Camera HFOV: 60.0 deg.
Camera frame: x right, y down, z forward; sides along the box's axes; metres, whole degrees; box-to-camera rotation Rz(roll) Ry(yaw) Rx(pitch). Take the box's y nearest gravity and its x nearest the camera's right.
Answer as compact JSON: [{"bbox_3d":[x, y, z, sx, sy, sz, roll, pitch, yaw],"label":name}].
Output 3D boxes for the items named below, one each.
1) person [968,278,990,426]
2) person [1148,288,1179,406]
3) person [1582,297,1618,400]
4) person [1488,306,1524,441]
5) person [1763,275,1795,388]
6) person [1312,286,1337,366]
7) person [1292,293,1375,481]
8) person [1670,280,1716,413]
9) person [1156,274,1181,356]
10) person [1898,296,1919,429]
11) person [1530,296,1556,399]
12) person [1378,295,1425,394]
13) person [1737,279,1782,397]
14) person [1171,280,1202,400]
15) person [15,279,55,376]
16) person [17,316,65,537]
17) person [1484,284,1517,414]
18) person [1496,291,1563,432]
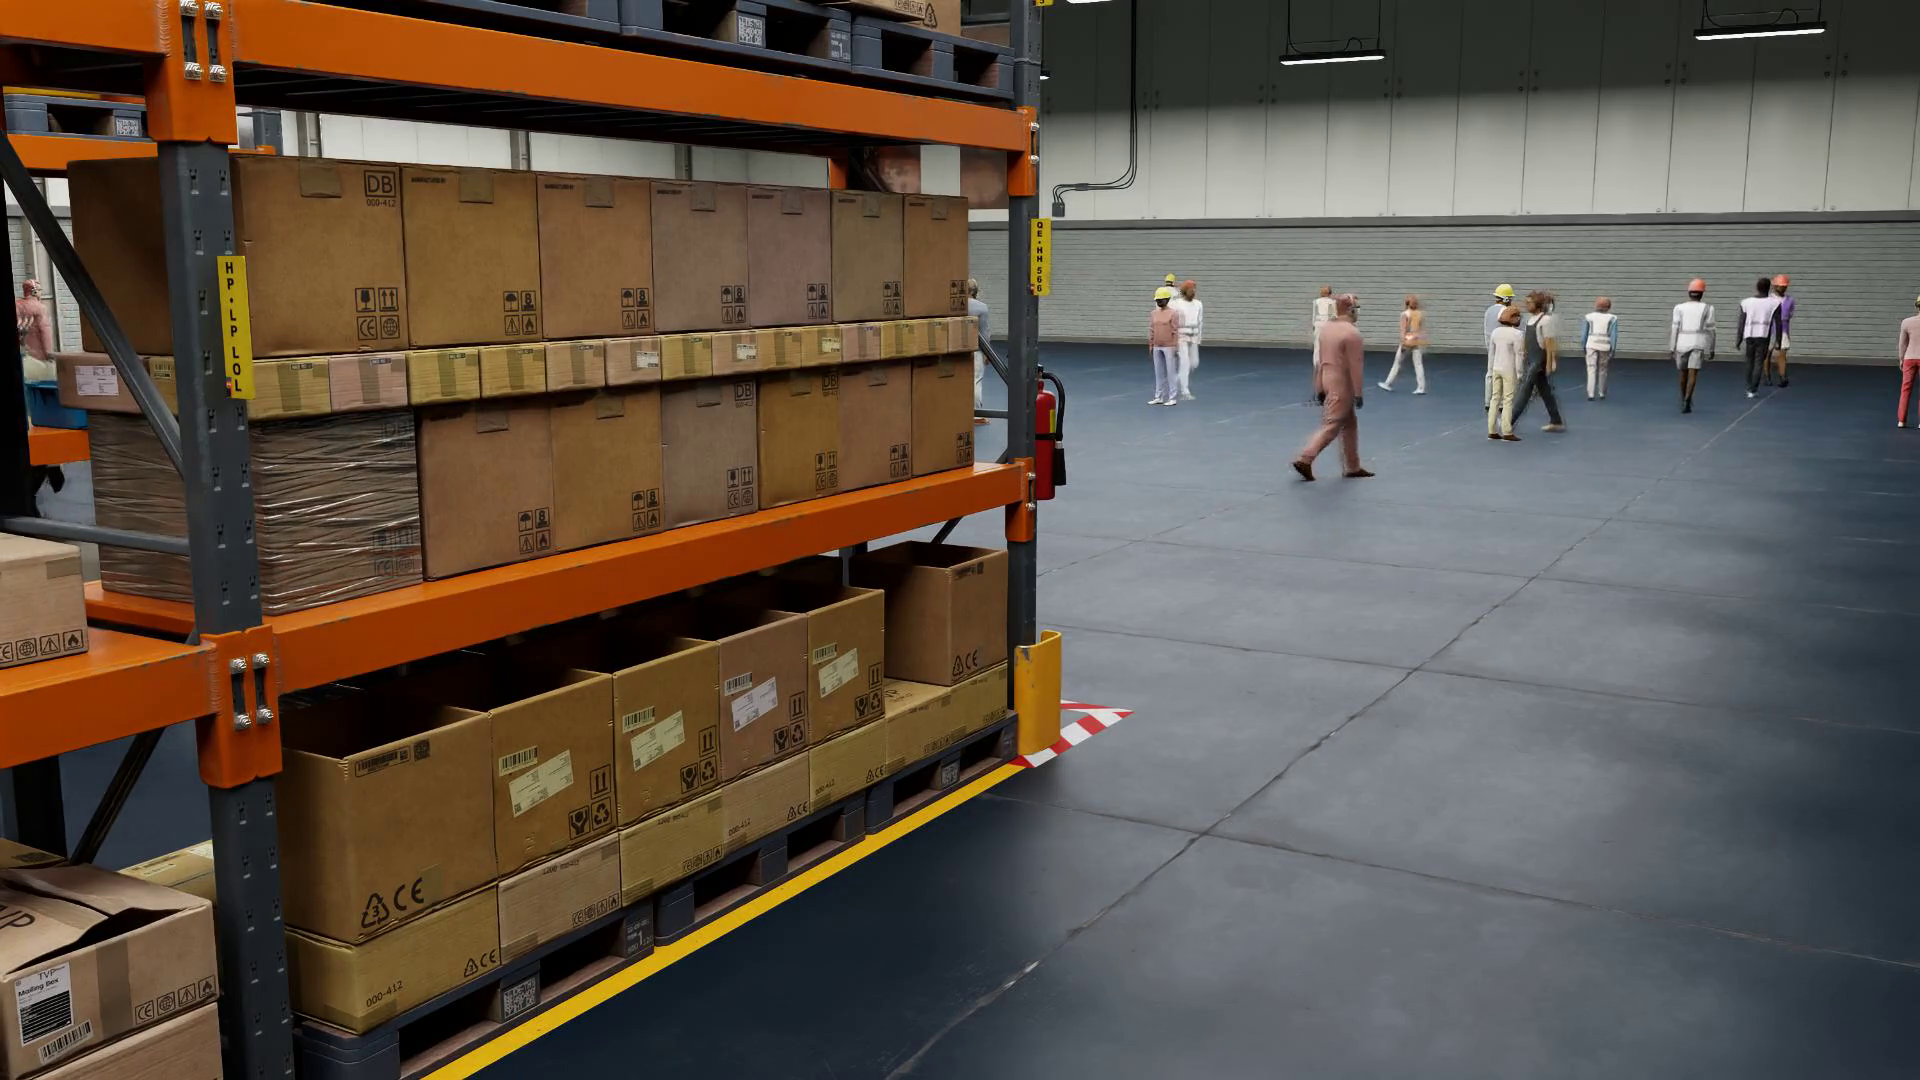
[{"bbox_3d":[0.123,-2.462,21.872,0.627,1.934,0.372,6,11,30],"label":"person"},{"bbox_3d":[3.035,-2.886,24.868,0.526,1.761,0.333,9,13,43],"label":"person"},{"bbox_3d":[9.923,-2.968,25.823,0.513,1.599,0.845,4,10,22],"label":"person"},{"bbox_3d":[6.598,-2.009,20.089,0.266,1.631,0.507,-5,11,-26],"label":"person"},{"bbox_3d":[13.892,-3.534,28.266,0.560,1.887,0.986,3,10,15],"label":"person"},{"bbox_3d":[7.350,-4.306,33.559,0.509,1.629,0.314,6,11,30],"label":"person"},{"bbox_3d":[3.740,-1.517,16.548,0.936,1.872,0.658,-2,10,-13],"label":"person"},{"bbox_3d":[10.536,-2.782,23.894,0.571,1.879,1.008,6,11,31],"label":"person"},{"bbox_3d":[4.661,-4.998,37.020,0.600,1.827,0.404,4,10,22],"label":"person"},{"bbox_3d":[12.378,-2.305,21.437,0.314,1.768,0.526,-8,12,-38],"label":"person"},{"bbox_3d":[9.064,-2.979,25.812,0.499,1.612,0.519,9,13,43],"label":"person"},{"bbox_3d":[7.225,-3.161,26.924,0.540,1.589,0.873,-7,12,-35],"label":"person"},{"bbox_3d":[12.735,-3.211,26.456,0.622,1.860,1.013,8,12,39],"label":"person"},{"bbox_3d":[3.486,-3.110,25.856,0.569,1.869,0.599,-5,11,-28],"label":"person"},{"bbox_3d":[-12.685,-2.619,22.867,0.652,1.906,0.404,5,11,25],"label":"person"},{"bbox_3d":[-5.797,-0.475,10.129,0.632,1.969,0.662,6,11,30],"label":"person"},{"bbox_3d":[7.674,-2.703,23.573,0.404,1.833,0.590,-3,10,-18],"label":"person"},{"bbox_3d":[7.211,-2.238,20.977,0.986,1.789,0.528,0,10,-2],"label":"person"}]
